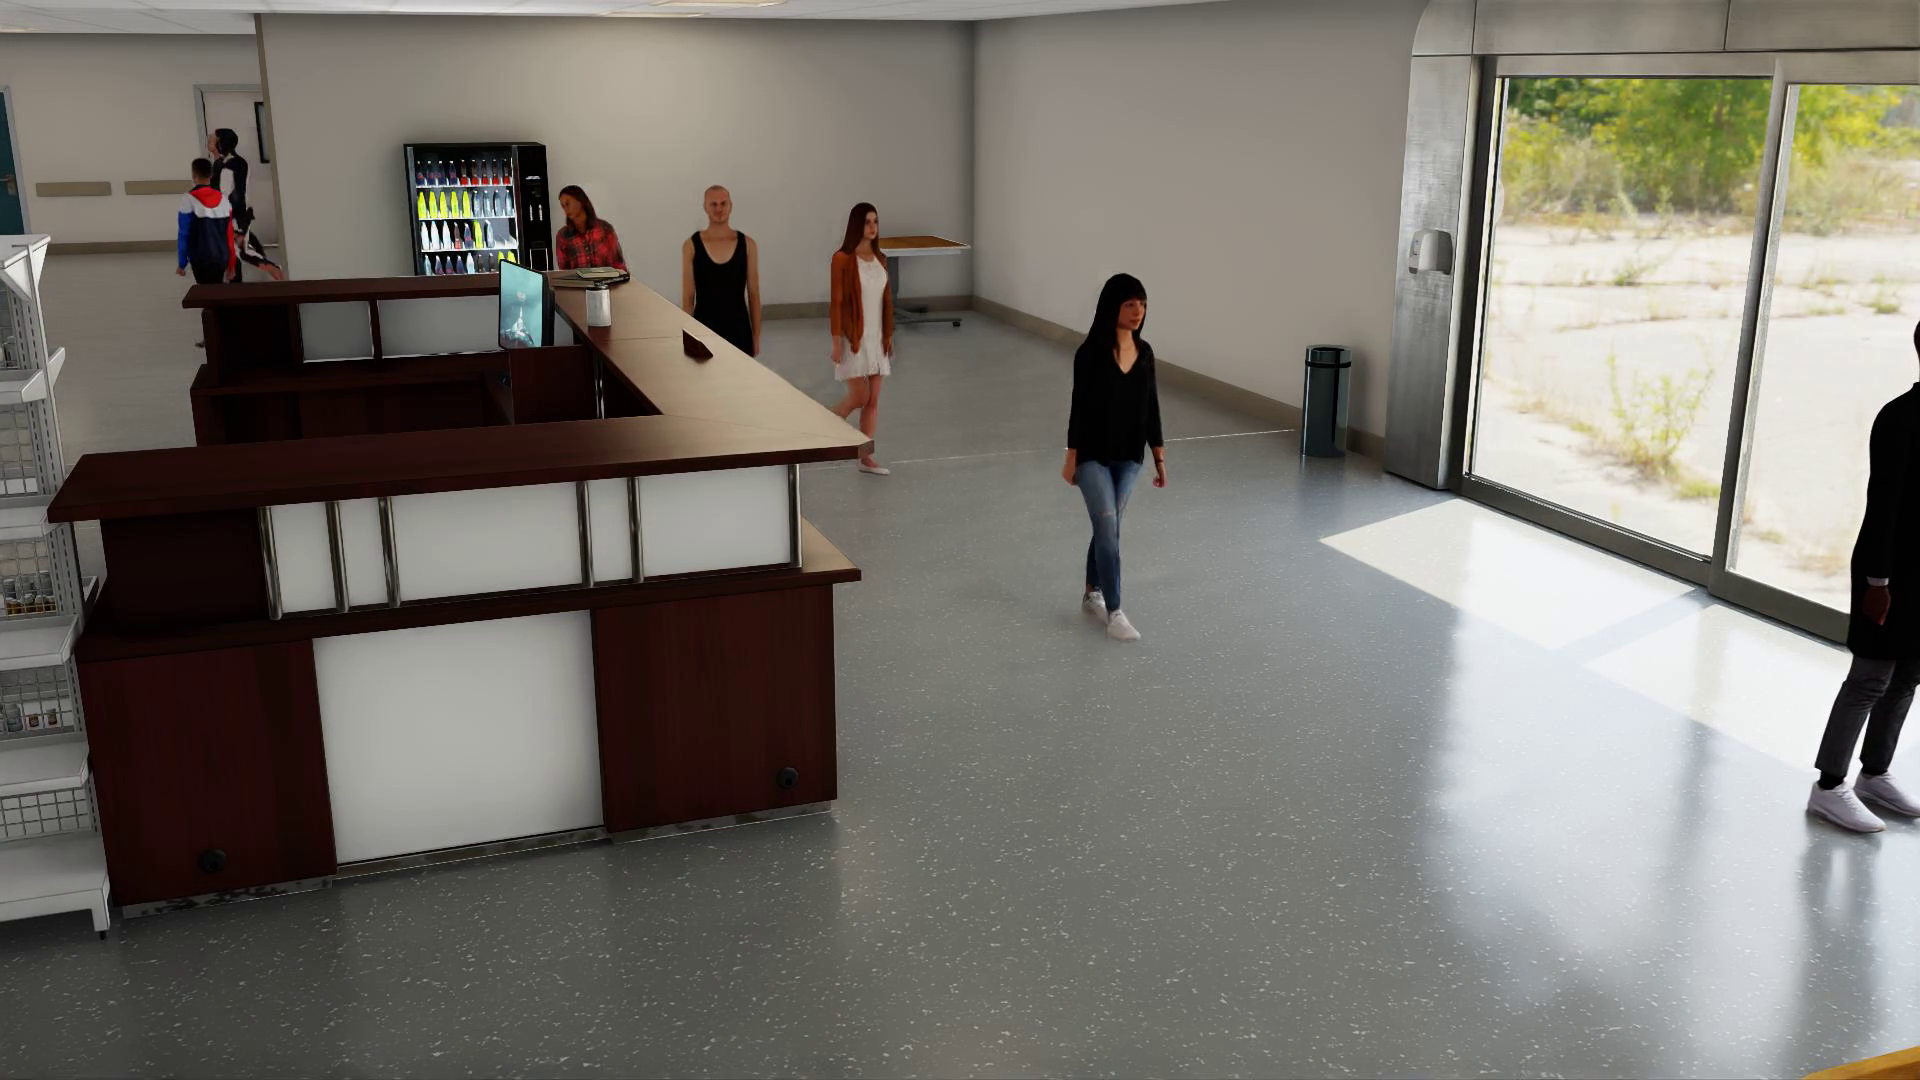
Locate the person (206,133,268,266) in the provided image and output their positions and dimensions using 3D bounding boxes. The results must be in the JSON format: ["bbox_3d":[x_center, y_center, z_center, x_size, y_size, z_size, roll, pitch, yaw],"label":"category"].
[{"bbox_3d":[-9.465,-4.403,21.663,1.161,1.686,0.832,-11,19,-34],"label":"person"}]

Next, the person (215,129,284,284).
[{"bbox_3d":[-7.873,-3.555,18.302,1.092,1.877,0.925,-15,21,-42],"label":"person"}]

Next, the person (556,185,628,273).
[{"bbox_3d":[-2.684,-1.788,12.397,0.644,1.679,0.807,-5,16,-16],"label":"person"}]

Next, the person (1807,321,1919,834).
[{"bbox_3d":[3.144,0.099,5.557,0.564,1.761,0.734,-10,18,-30],"label":"person"}]

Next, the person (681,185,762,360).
[{"bbox_3d":[-1.508,-1.321,10.506,0.595,1.807,0.745,-3,16,-11],"label":"person"}]

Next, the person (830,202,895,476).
[{"bbox_3d":[-0.673,-1.262,10.481,0.831,1.708,0.804,15,22,42],"label":"person"}]

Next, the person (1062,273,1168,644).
[{"bbox_3d":[0.631,-0.391,7.545,0.836,1.623,0.723,-9,18,-28],"label":"person"}]

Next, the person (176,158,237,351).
[{"bbox_3d":[-6.567,-2.443,14.638,1.159,1.724,1.164,9,18,30],"label":"person"}]
